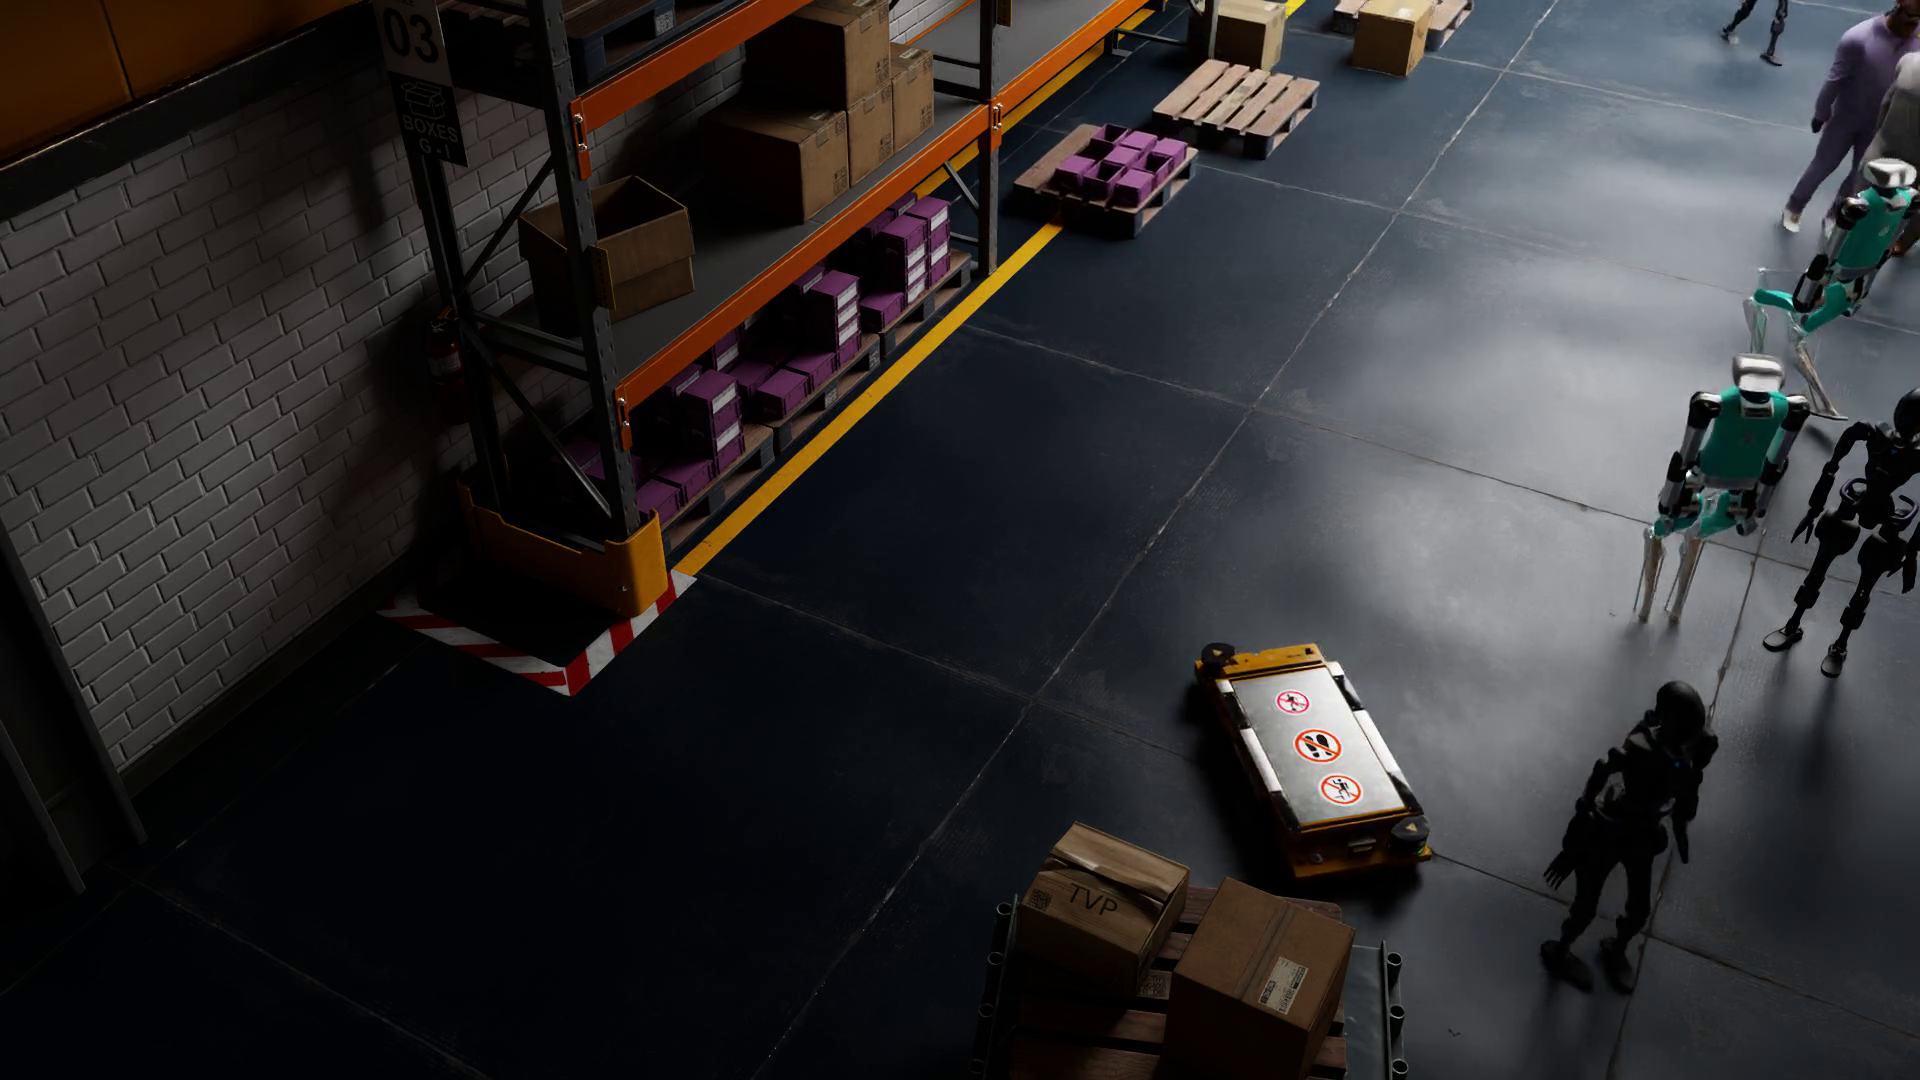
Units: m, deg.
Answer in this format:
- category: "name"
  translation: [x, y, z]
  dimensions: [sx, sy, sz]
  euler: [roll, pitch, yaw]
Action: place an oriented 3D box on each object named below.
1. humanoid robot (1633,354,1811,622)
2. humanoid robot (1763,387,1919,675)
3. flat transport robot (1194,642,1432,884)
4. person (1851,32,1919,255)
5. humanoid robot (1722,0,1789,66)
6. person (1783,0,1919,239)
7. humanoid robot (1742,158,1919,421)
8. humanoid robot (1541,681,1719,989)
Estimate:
- category: "humanoid robot"
  translation: [3.738, -0.253, 8.392]
  dimensions: [0.544, 1.816, 0.716]
  euler: [3, 39, 4]
- category: "humanoid robot"
  translation: [4.435, -0.045, 8.140]
  dimensions: [0.315, 1.655, 0.599]
  euler: [-31, 48, -33]
- category: "flat transport robot"
  translation: [1.661, 1.005, 7.964]
  dimensions: [0.659, 0.231, 1.431]
  euler: [-8, 39, -10]
- category: "person"
  translation: [6.479, -2.711, 11.339]
  dimensions: [0.893, 1.862, 0.569]
  euler: [-21, 43, -24]
- category: "humanoid robot"
  translation: [7.076, -5.009, 14.393]
  dimensions: [0.586, 1.630, 0.752]
  euler: [-5, 39, -6]
- category: "person"
  translation: [6.373, -2.984, 11.686]
  dimensions: [0.675, 1.877, 0.420]
  euler: [3, 39, 4]
- category: "humanoid robot"
  translation: [5.133, -1.549, 9.978]
  dimensions: [0.538, 1.727, 0.995]
  euler: [-13, 40, -16]
- category: "humanoid robot"
  translation: [2.656, 1.180, 6.617]
  dimensions: [0.616, 1.644, 0.345]
  euler: [-11, 40, -13]
